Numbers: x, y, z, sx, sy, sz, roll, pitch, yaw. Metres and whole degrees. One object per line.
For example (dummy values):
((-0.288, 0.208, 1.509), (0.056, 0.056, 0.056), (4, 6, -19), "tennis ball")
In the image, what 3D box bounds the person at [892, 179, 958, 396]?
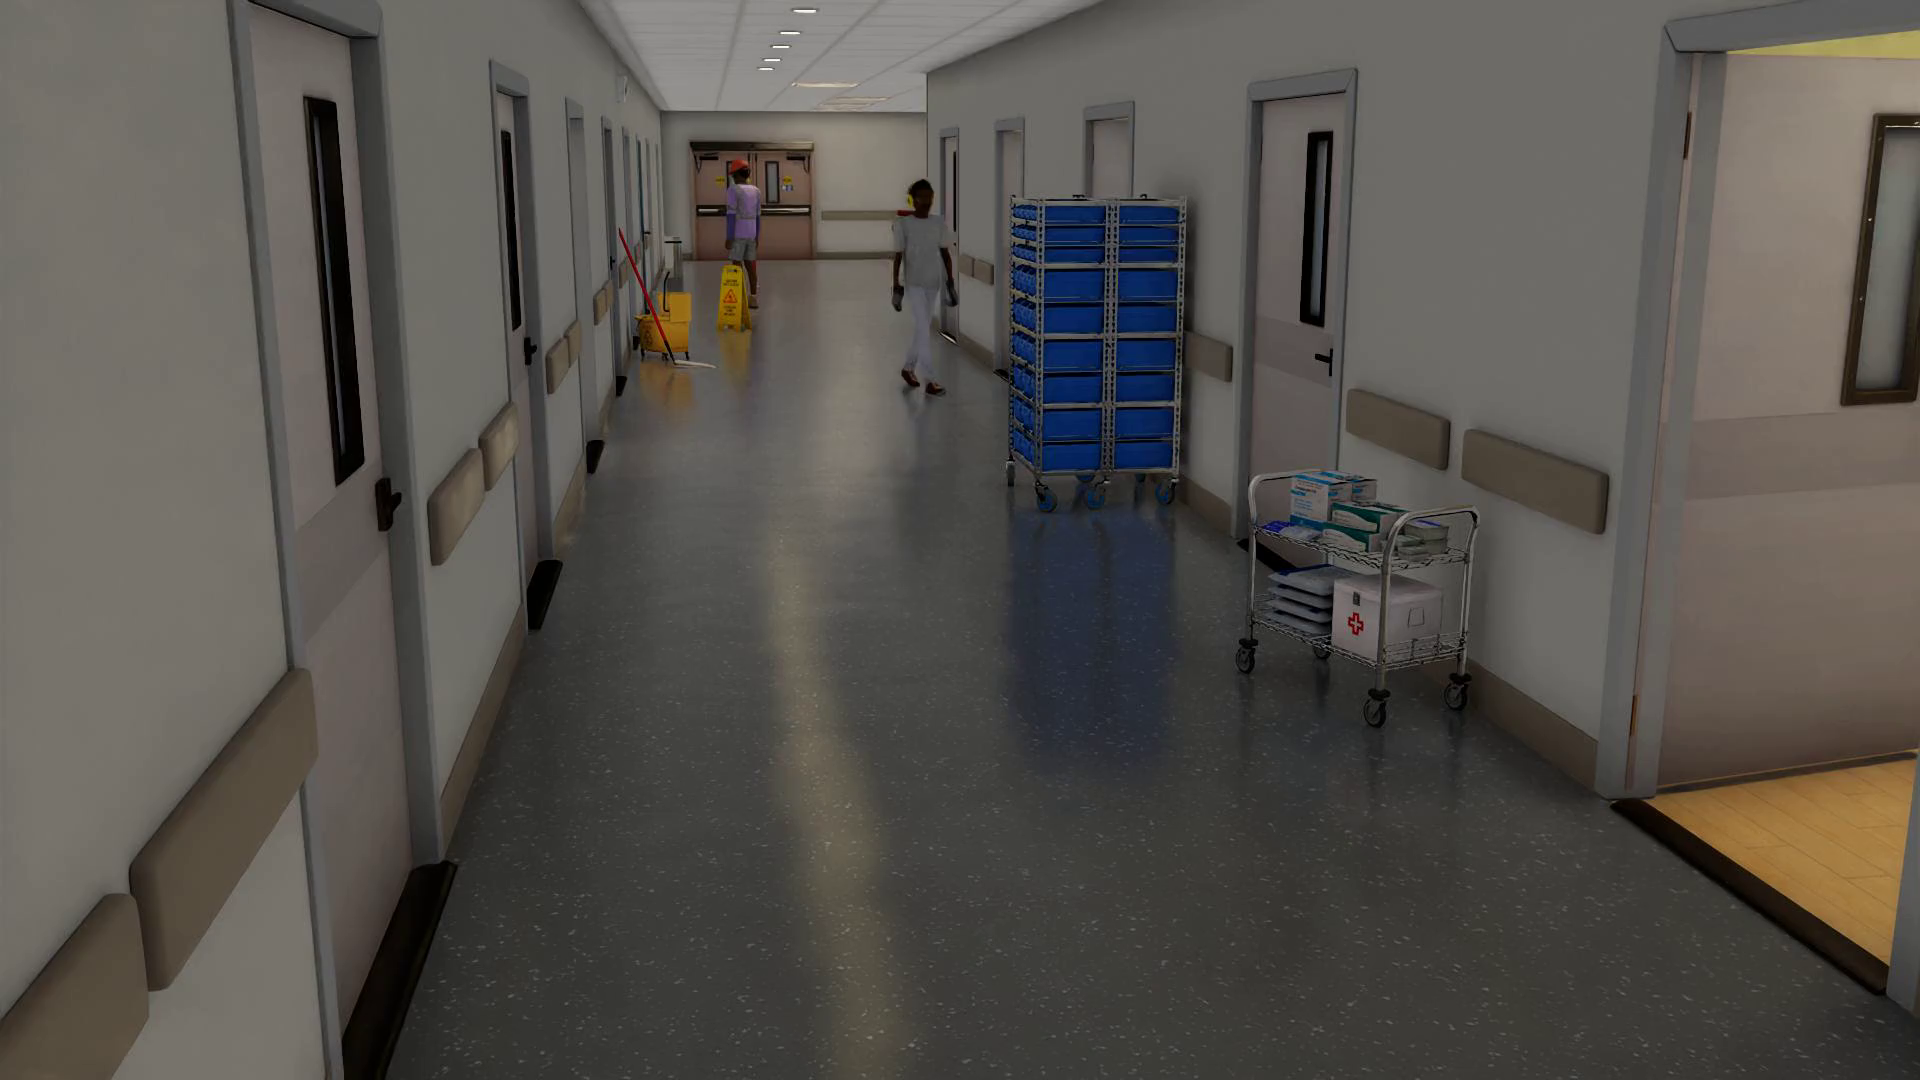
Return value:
((-0.326, -2.188, 14.370), (0.512, 1.831, 0.954), (-7, 15, -30), "person")

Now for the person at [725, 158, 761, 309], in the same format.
((-2.966, -4.146, 22.604), (0.409, 2.028, 0.615), (9, 15, 34), "person")

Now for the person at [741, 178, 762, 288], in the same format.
((-3.405, -4.873, 26.398), (0.528, 1.771, 0.310), (-3, 13, -15), "person")
